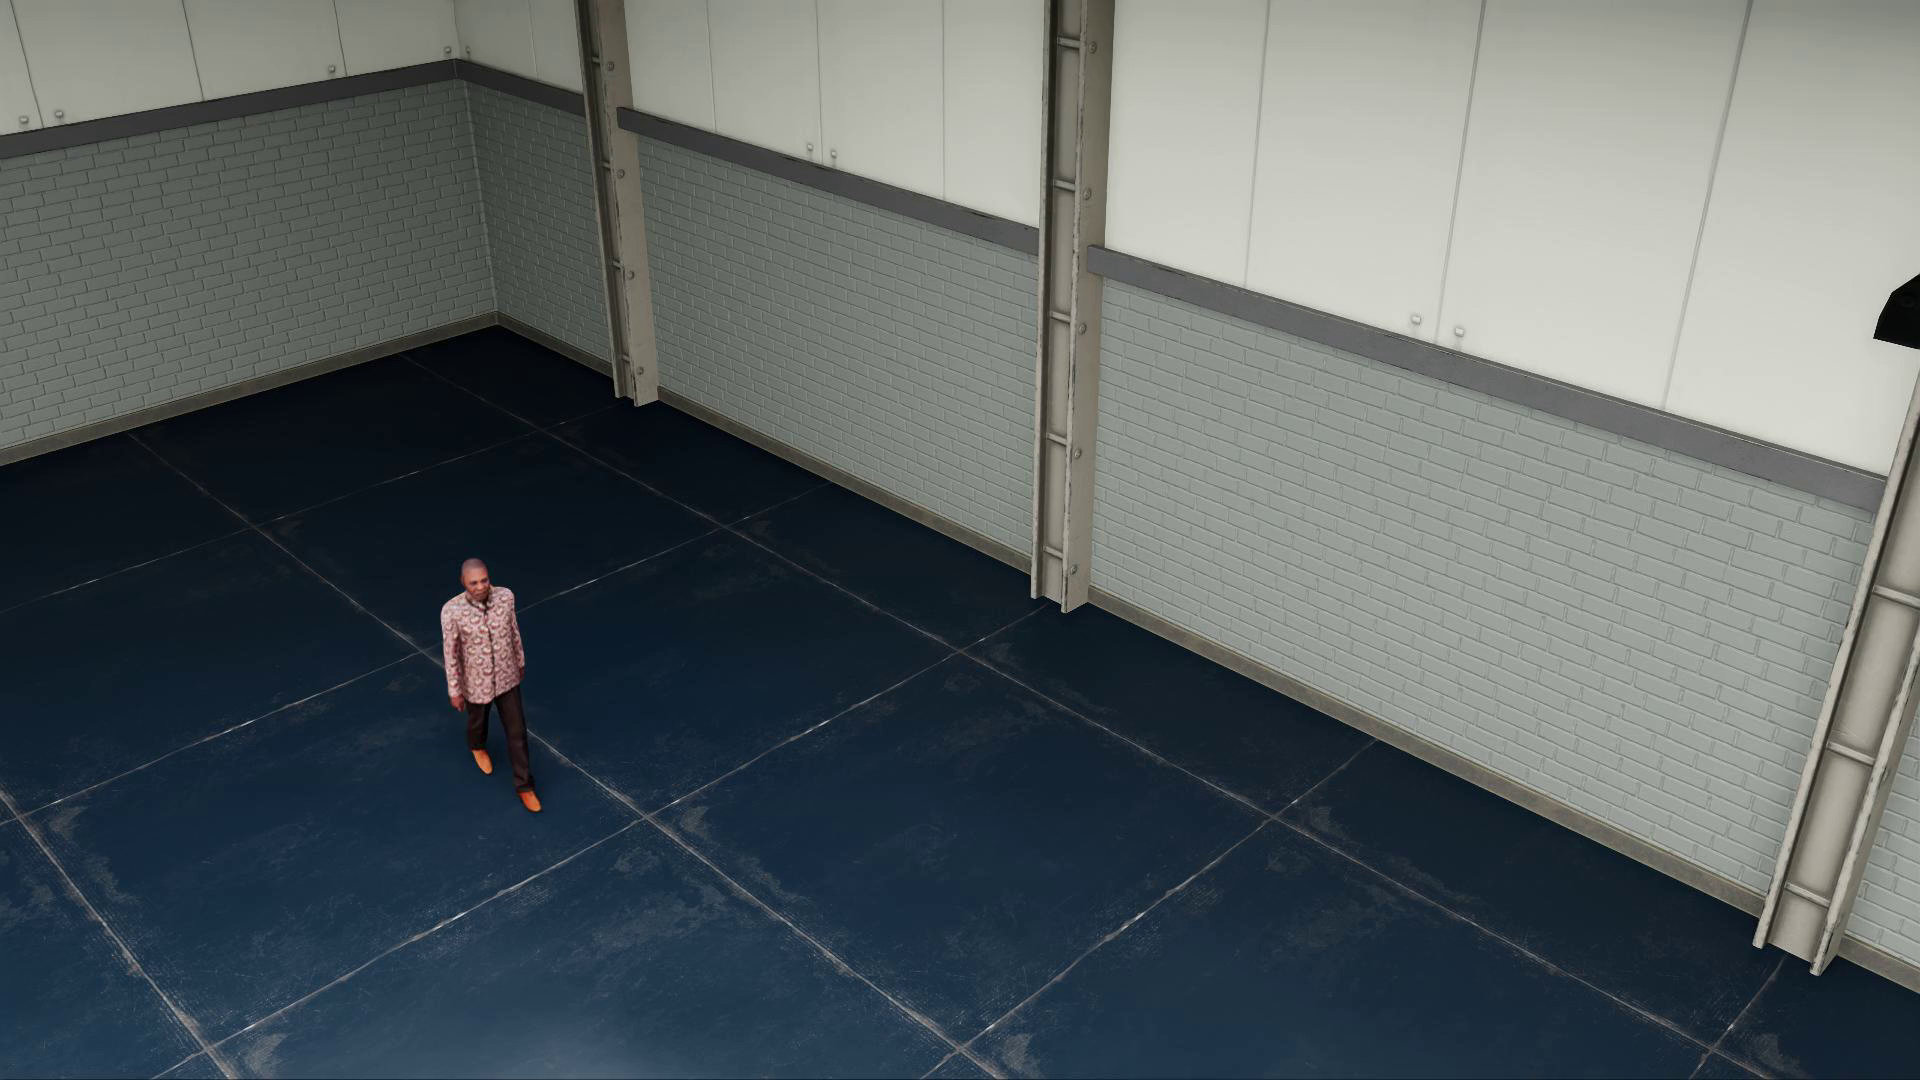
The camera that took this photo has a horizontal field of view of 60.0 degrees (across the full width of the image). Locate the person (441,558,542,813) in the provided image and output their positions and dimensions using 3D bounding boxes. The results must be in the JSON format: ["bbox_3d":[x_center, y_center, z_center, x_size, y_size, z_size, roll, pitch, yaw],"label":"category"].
[{"bbox_3d":[-3.194,0.893,11.178,0.890,1.785,1.239,-16,32,-28],"label":"person"}]
